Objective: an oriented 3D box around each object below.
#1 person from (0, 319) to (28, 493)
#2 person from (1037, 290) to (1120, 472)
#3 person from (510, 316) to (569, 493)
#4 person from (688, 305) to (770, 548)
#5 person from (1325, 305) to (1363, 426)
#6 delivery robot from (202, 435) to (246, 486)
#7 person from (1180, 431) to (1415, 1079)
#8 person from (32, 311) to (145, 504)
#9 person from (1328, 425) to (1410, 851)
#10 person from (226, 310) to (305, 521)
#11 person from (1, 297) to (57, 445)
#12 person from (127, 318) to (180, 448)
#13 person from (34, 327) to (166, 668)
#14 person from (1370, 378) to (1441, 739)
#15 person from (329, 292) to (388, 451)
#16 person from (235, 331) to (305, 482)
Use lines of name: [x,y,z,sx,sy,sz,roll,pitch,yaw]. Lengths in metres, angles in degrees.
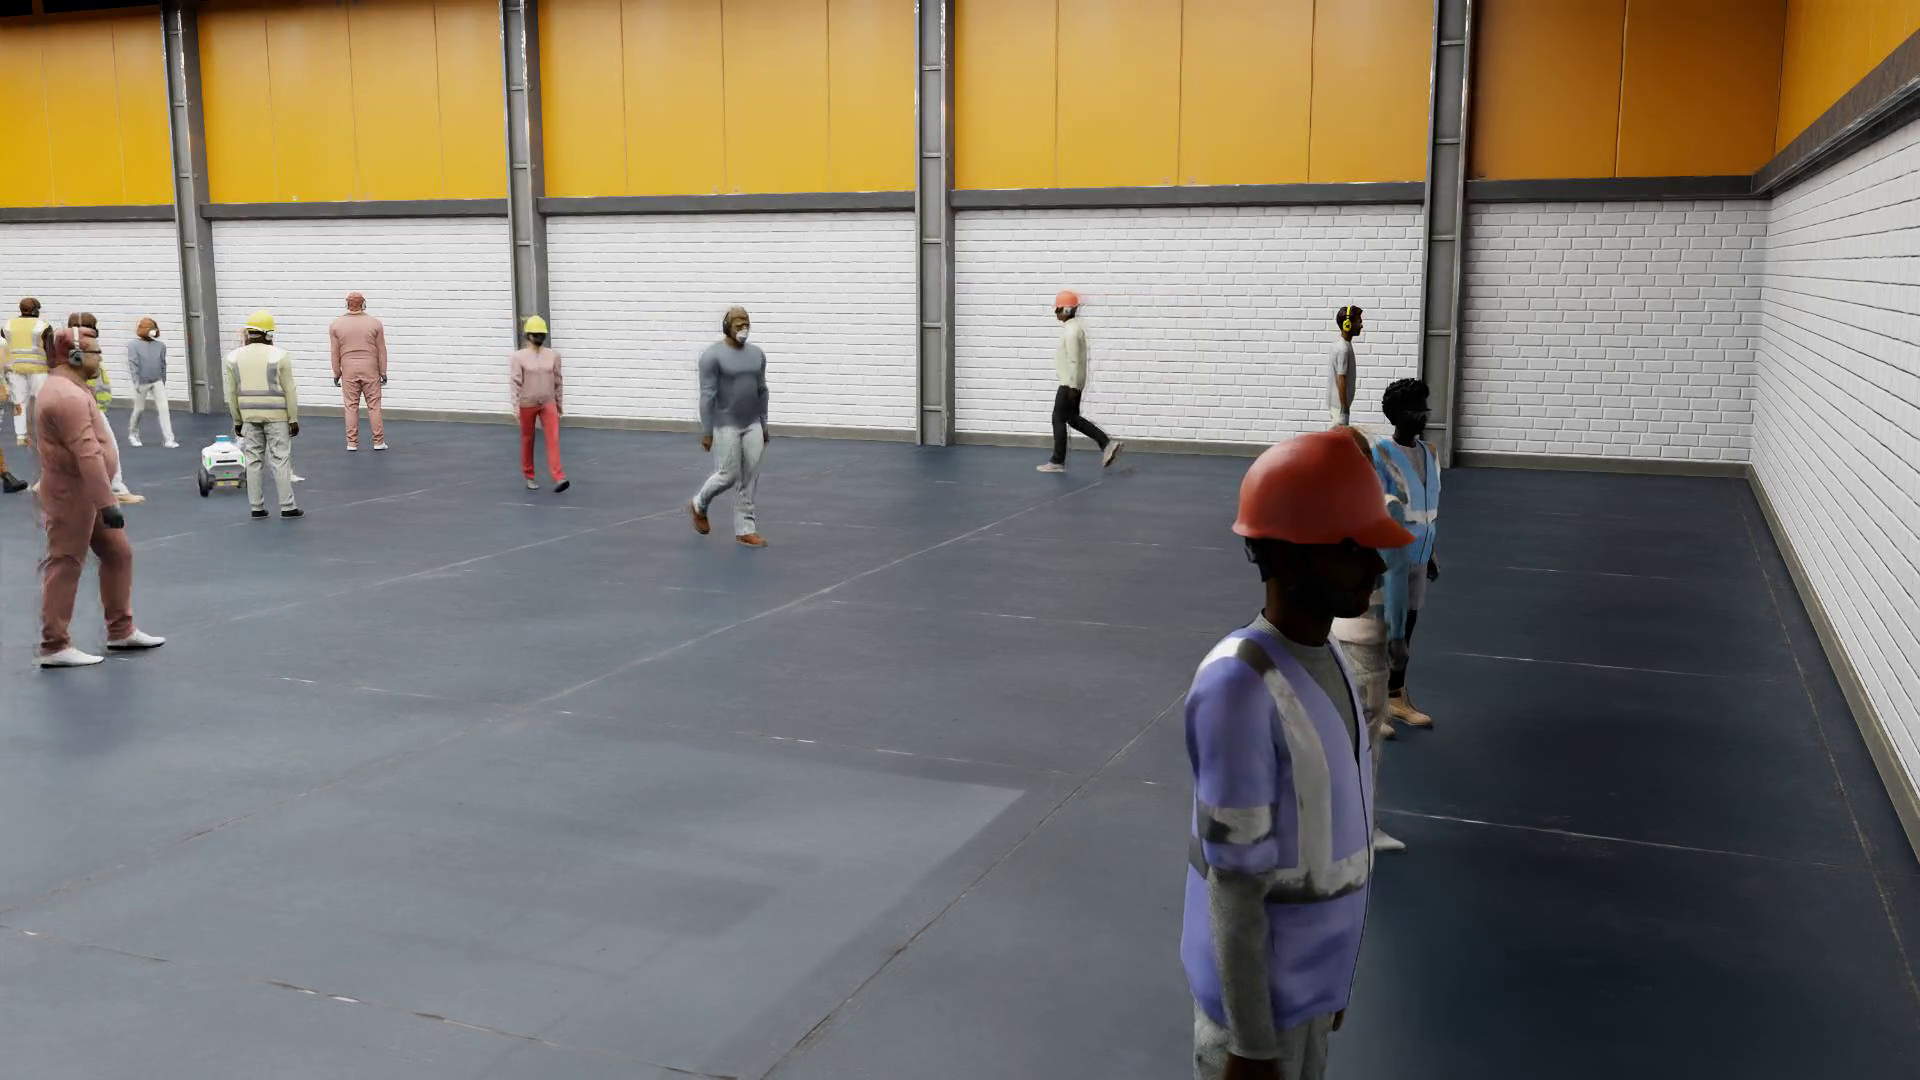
person: [-9.576,-1.409,16.403,1.012,1.875,0.554,4,10,25]
person: [1.278,-1.693,17.853,0.815,1.970,0.614,2,9,9]
person: [-4.107,-1.314,16.248,0.546,1.715,0.920,-6,11,-30]
person: [-1.828,-0.902,13.202,0.685,1.918,0.634,8,13,42]
person: [3.501,-1.200,15.170,0.340,1.866,0.518,1,9,8]
delivery robot: [-7.197,-0.778,16.250,0.477,0.478,0.707,-5,11,-28]
person: [0.589,0.772,2.971,0.368,1.939,0.542,5,10,26]
person: [-8.167,-1.212,15.406,0.904,1.811,0.630,-4,10,-25]
person: [1.472,0.375,6.377,0.335,1.614,0.612,-5,11,-28]
person: [-6.045,-1.077,14.492,0.588,1.835,0.404,1,9,4]
person: [-11.514,-2.084,20.634,0.632,1.833,0.434,0,9,-1]
person: [-9.952,-1.927,20.372,0.855,1.591,0.501,7,12,38]
person: [-4.805,-0.235,9.265,0.776,1.881,0.667,-5,10,-26]
person: [2.081,0.081,7.889,0.532,1.697,0.320,-7,12,-38]
person: [-7.190,-2.012,19.942,0.638,1.909,0.407,-2,10,-14]
person: [-7.214,-1.378,17.012,0.860,1.601,0.521,-1,9,-5]
